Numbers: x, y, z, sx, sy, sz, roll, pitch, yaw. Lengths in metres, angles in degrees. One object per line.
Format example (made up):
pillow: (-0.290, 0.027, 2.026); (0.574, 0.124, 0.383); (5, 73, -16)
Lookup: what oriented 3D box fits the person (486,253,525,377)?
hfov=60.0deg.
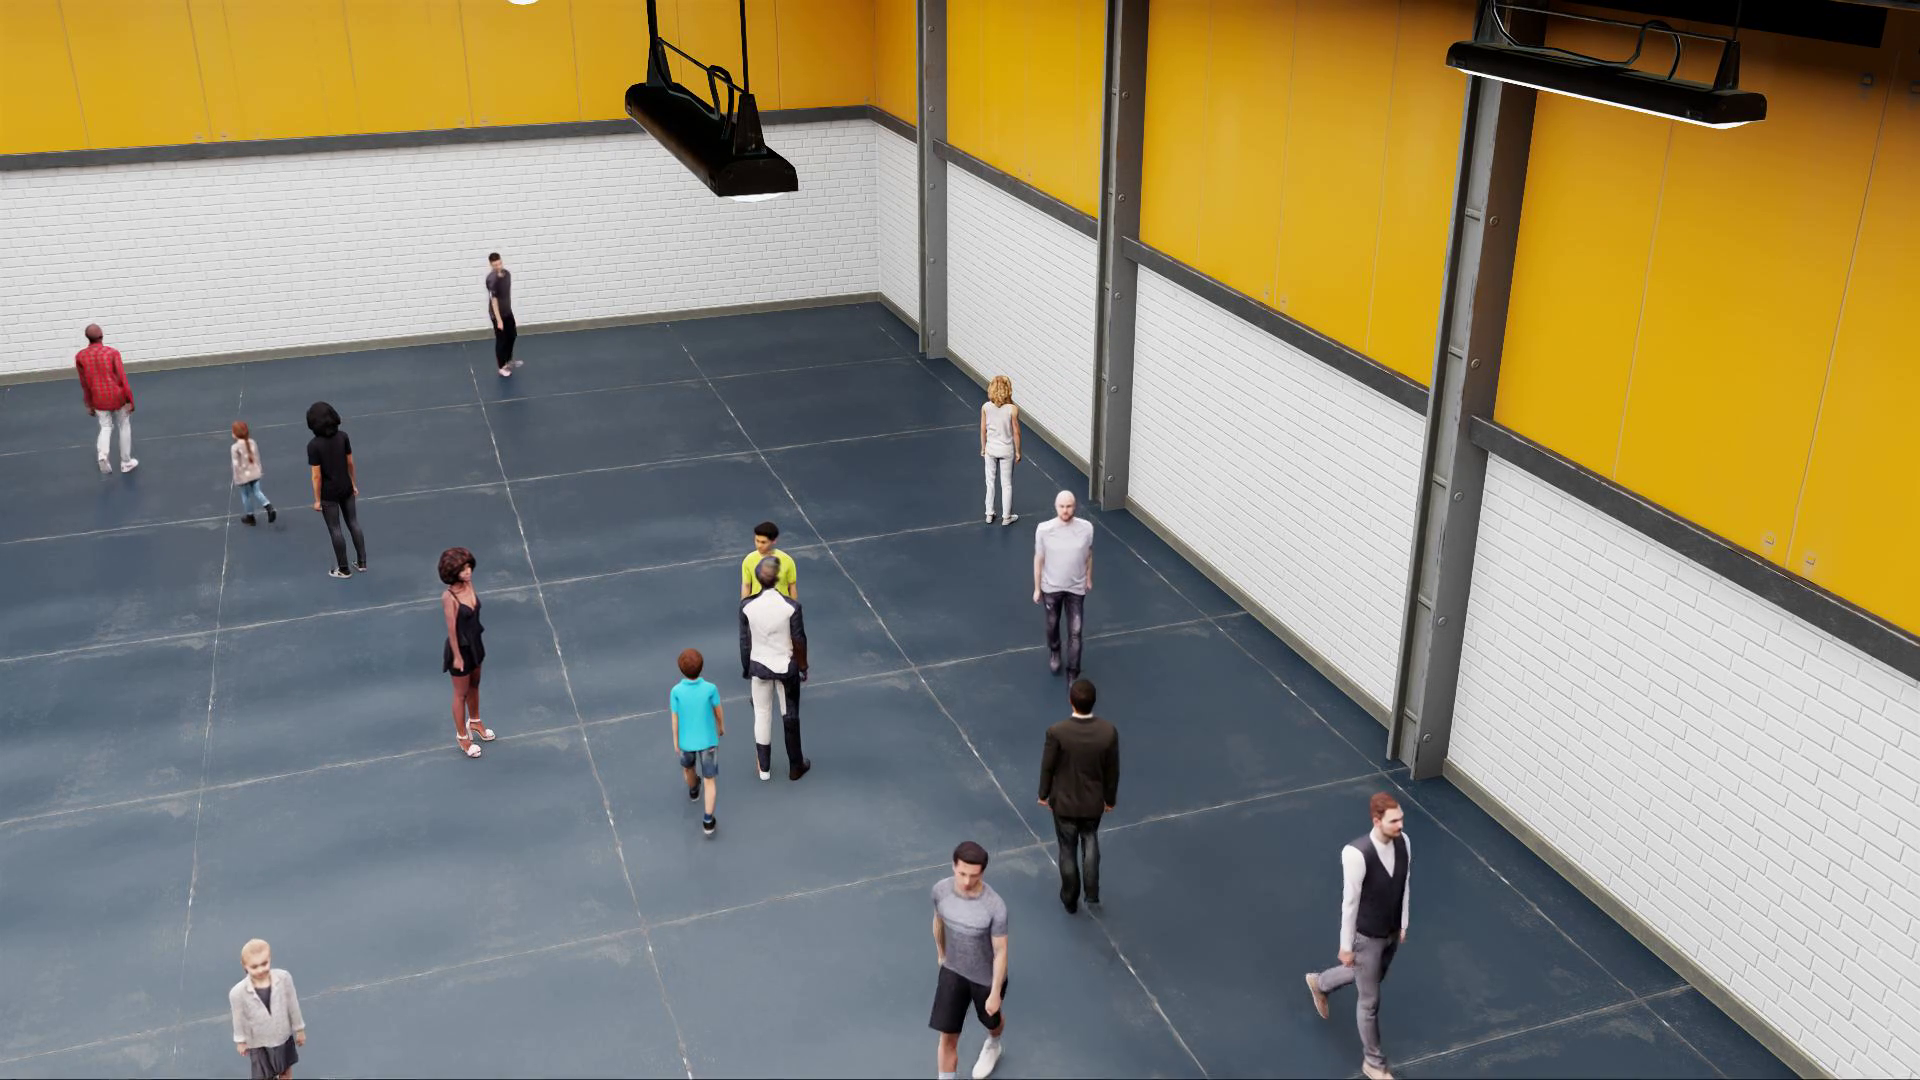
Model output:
person: (-6.268, -3.082, 22.692); (0.936, 1.727, 0.835); (2, 24, 4)

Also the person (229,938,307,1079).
person: (-4.043, 2.852, 9.695); (0.617, 1.265, 0.686); (-17, 29, -34)

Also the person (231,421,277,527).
person: (-7.639, -0.702, 17.923); (0.784, 1.186, 0.705); (13, 27, 27)

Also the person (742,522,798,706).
person: (-1.625, 0.614, 14.265); (0.680, 1.706, 0.639); (-1, 24, -1)

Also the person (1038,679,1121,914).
person: (0.830, 1.812, 11.419); (0.753, 1.789, 0.741); (-4, 24, -9)

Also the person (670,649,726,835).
person: (-1.970, 1.534, 12.527); (0.695, 1.410, 1.028); (-2, 24, -5)

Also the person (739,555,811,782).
person: (-1.466, 1.015, 13.115); (0.772, 1.891, 0.744); (2, 24, 4)

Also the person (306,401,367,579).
person: (-6.264, -0.511, 16.677); (0.708, 1.835, 0.708); (17, 29, 34)

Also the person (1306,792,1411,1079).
person: (2.443, 2.333, 10.077); (0.858, 1.910, 1.217); (-15, 27, -30)

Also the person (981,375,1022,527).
person: (0.423, -0.979, 17.951); (0.690, 1.670, 0.733); (8, 25, 18)

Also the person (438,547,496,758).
person: (-4.026, 0.894, 13.521); (0.719, 1.788, 0.633); (6, 24, 13)

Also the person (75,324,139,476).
person: (-9.854, -1.603, 19.207); (0.817, 1.808, 1.017); (-2, 24, -4)

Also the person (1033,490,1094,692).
person: (0.913, 0.385, 14.685); (0.977, 1.788, 1.254); (1, 24, 2)

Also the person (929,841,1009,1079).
person: (0.116, 2.485, 9.822); (1.139, 1.835, 1.222); (11, 26, 23)
